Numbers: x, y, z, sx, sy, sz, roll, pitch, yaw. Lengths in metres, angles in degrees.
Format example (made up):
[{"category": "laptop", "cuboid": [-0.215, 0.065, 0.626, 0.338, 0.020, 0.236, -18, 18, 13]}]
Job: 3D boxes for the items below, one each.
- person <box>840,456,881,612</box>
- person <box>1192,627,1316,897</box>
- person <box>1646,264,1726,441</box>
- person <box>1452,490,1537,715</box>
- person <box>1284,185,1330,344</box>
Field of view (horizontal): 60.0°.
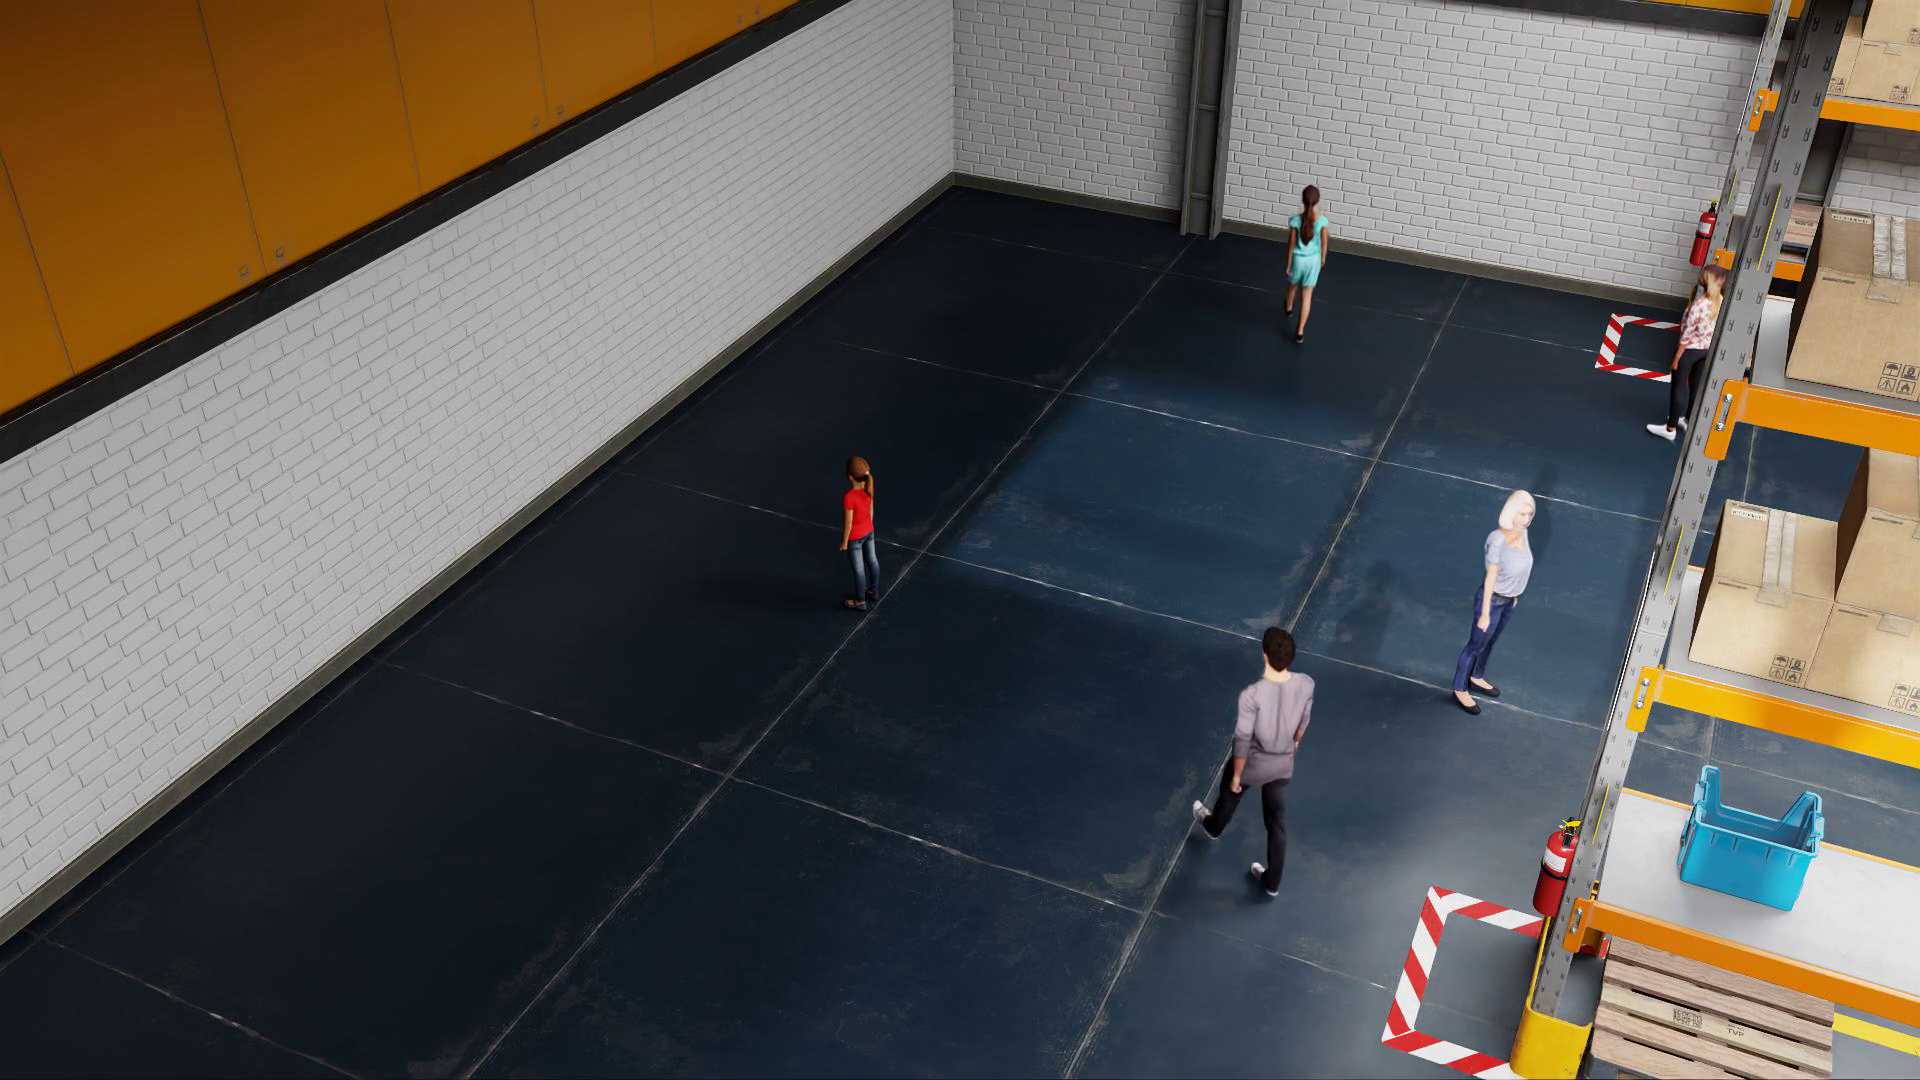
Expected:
[{"category": "person", "cuboid": [-0.749, -0.056, 12.562, 0.553, 1.311, 0.533, 23, 40, 31]}, {"category": "person", "cuboid": [1.861, 1.375, 9.946, 1.118, 1.822, 1.170, -11, 35, -16]}, {"category": "person", "cuboid": [6.491, -1.666, 14.697, 0.638, 1.628, 0.655, -21, 39, -28]}, {"category": "person", "cuboid": [3.709, 0.400, 11.507, 0.649, 1.719, 0.625, -29, 43, -36]}, {"category": "person", "cuboid": [3.390, -2.680, 16.321, 0.997, 1.520, 0.790, 6, 34, 10]}]
